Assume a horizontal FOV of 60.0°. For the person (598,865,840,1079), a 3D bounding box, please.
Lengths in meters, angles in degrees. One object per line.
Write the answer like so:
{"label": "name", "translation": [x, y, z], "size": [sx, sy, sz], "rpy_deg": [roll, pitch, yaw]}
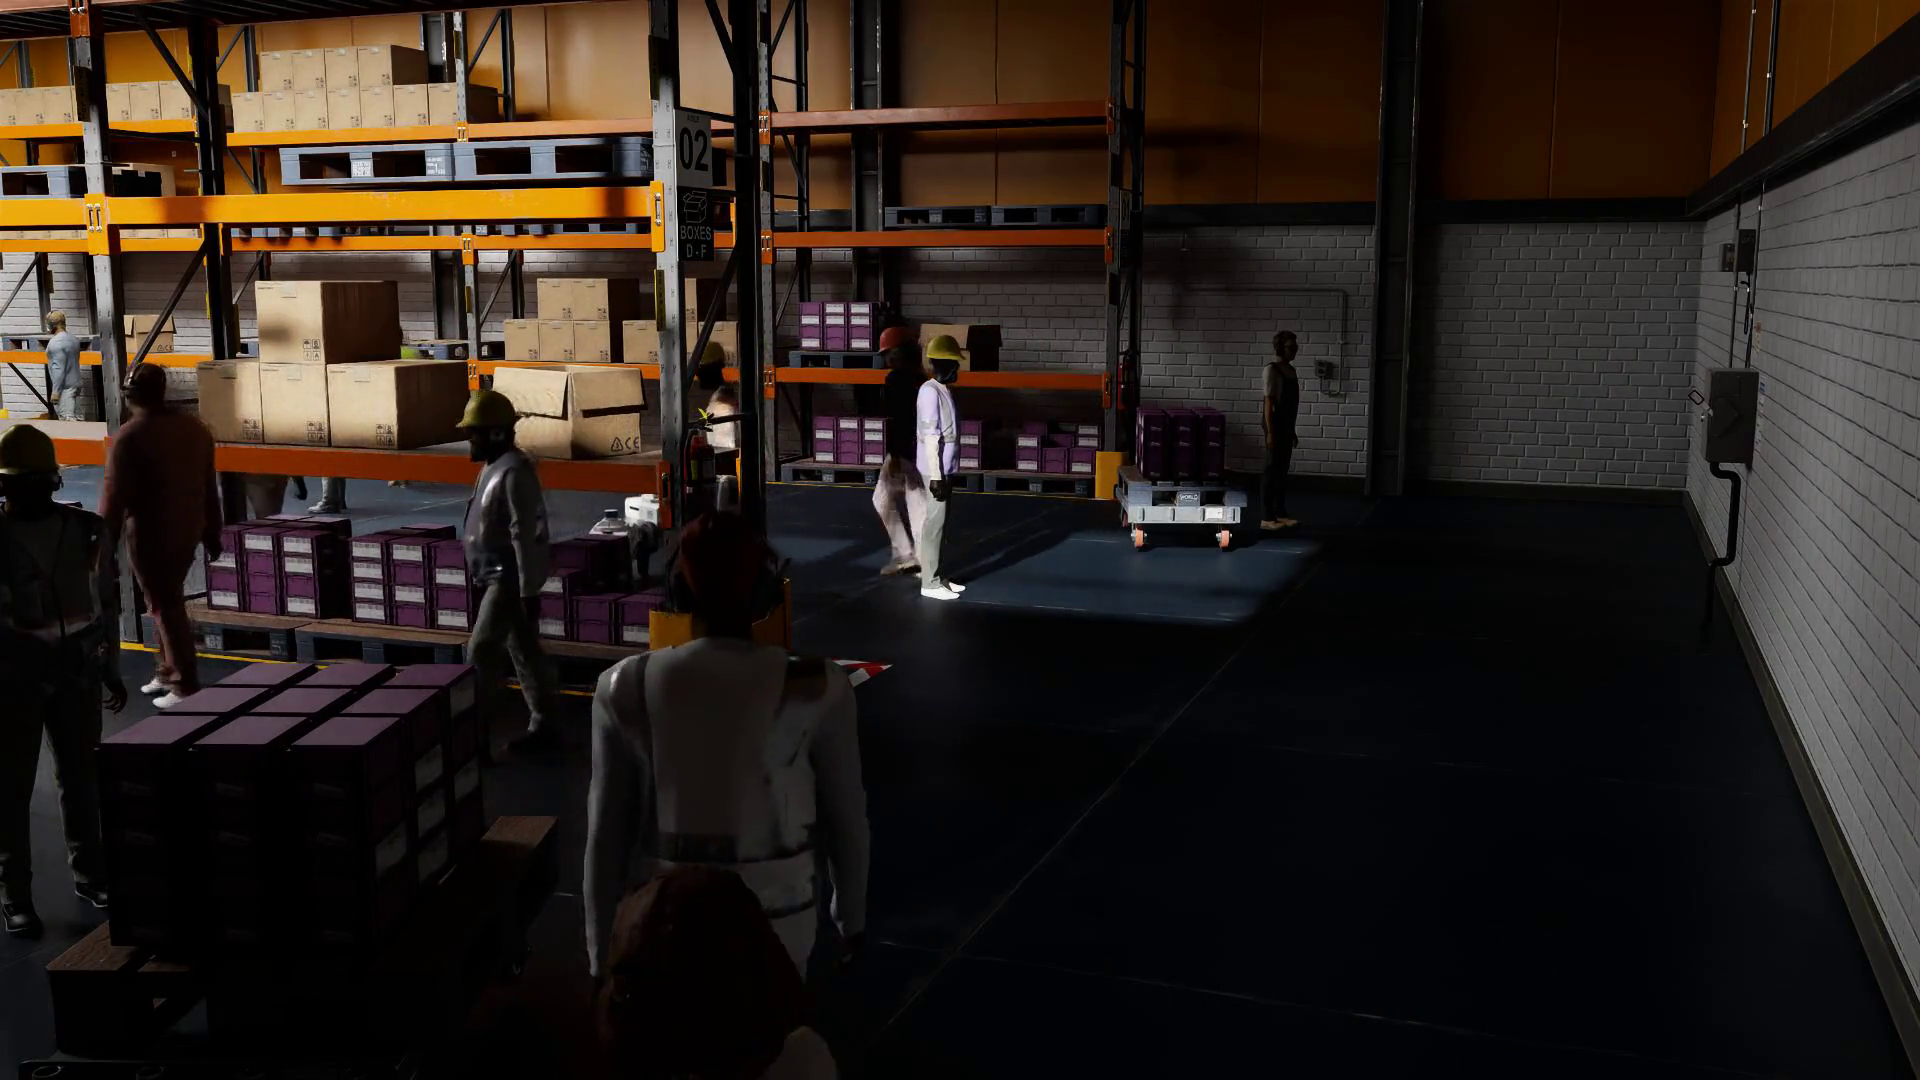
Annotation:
{"label": "person", "translation": [-0.185, 1.224, 2.165], "size": [0.623, 1.592, 0.530], "rpy_deg": [3, 10, 20]}

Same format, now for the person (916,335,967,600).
{"label": "person", "translation": [-0.130, -0.535, 12.169], "size": [0.370, 1.925, 0.594], "rpy_deg": [1, 9, 8]}

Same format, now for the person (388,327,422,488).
{"label": "person", "translation": [-6.214, -1.464, 18.338], "size": [0.451, 1.828, 0.628], "rpy_deg": [8, 12, 40]}

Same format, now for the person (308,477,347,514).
{"label": "person", "translation": [-6.329, -1.234, 16.495], "size": [0.404, 1.945, 0.614], "rpy_deg": [-1, 9, -4]}

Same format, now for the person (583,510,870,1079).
{"label": "person", "translation": [-0.490, 0.854, 3.684], "size": [0.582, 1.856, 0.729], "rpy_deg": [1, 9, 7]}

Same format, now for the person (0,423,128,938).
{"label": "person", "translation": [-3.321, 0.492, 6.023], "size": [0.403, 1.833, 0.591], "rpy_deg": [7, 12, 38]}

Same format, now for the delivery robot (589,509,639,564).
{"label": "delivery robot", "translation": [-2.670, 0.009, 12.759], "size": [0.477, 0.478, 0.707], "rpy_deg": [-1, 9, -5]}

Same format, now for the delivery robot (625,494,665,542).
{"label": "delivery robot", "translation": [-2.600, -0.242, 14.335], "size": [0.477, 0.478, 0.707], "rpy_deg": [-7, 11, -37]}

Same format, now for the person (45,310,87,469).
{"label": "person", "translation": [-10.902, -1.825, 20.255], "size": [0.371, 1.933, 0.627], "rpy_deg": [-1, 9, -8]}

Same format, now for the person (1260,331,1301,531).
{"label": "person", "translation": [2.982, -1.012, 15.426], "size": [0.345, 1.846, 0.508], "rpy_deg": [7, 11, 36]}

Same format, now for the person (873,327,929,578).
{"label": "person", "translation": [-0.440, -0.672, 12.966], "size": [0.546, 1.945, 0.660], "rpy_deg": [5, 10, 30]}

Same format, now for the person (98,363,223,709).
{"label": "person", "translation": [-4.413, -0.014, 9.016], "size": [0.689, 1.883, 0.680], "rpy_deg": [3, 9, 17]}

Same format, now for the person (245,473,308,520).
{"label": "person", "translation": [-5.085, -0.396, 12.318], "size": [0.848, 1.586, 0.538], "rpy_deg": [5, 10, 26]}

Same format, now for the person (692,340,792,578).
{"label": "person", "translation": [-1.624, -0.499, 12.067], "size": [0.683, 1.897, 0.630], "rpy_deg": [-1, 9, -9]}

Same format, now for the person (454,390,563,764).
{"label": "person", "translation": [-2.304, 0.183, 8.040], "size": [0.772, 1.801, 0.628], "rpy_deg": [-4, 10, -23]}
